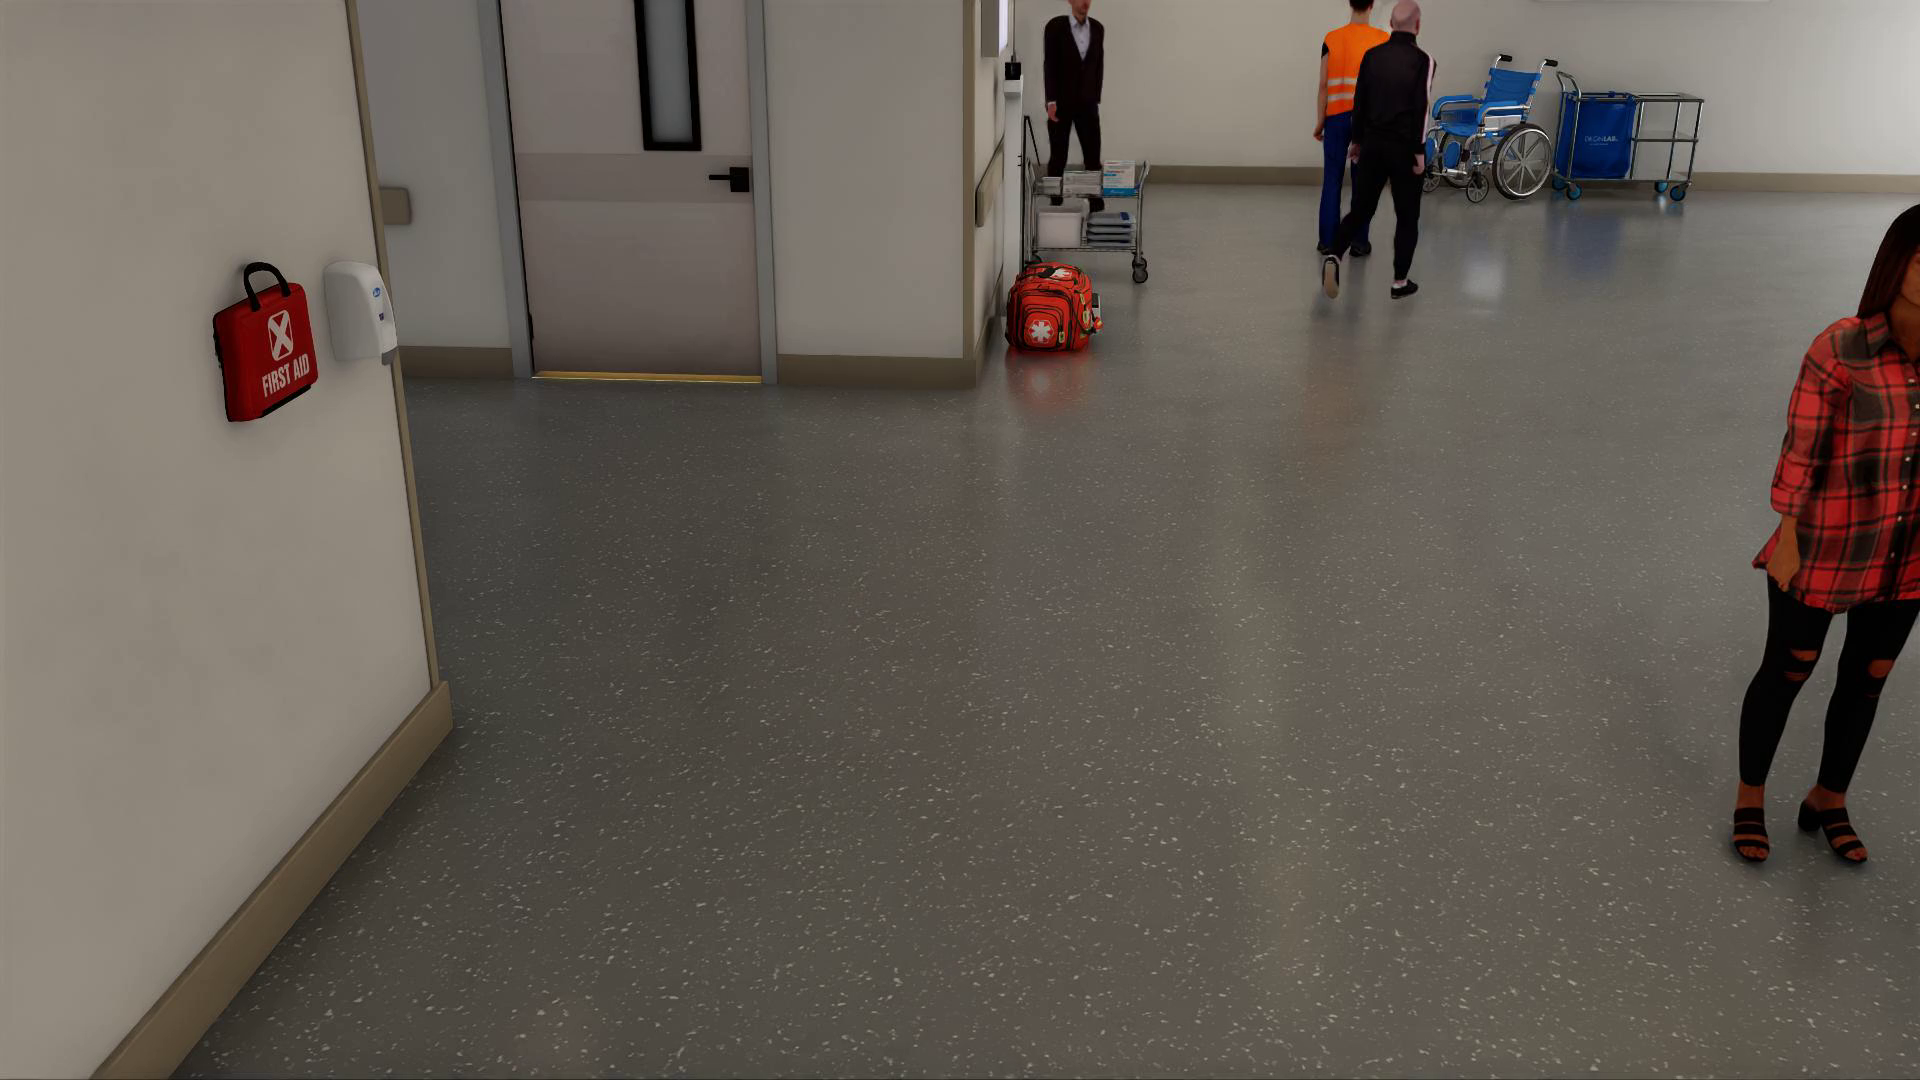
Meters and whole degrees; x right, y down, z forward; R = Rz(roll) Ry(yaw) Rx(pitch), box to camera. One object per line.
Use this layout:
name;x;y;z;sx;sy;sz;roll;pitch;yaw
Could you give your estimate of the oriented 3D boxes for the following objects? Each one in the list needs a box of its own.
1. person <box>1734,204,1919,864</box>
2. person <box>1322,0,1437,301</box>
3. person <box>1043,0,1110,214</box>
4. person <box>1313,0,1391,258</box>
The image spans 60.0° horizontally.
person;2.233;0.015;4.131;0.624;1.700;0.561;0;21;1
person;2.578;-2.327;10.154;1.096;1.813;1.230;18;27;39
person;0.836;-3.397;12.956;0.935;1.830;1.183;-5;21;-14
person;2.766;-2.964;11.730;0.725;1.887;0.677;5;21;14
